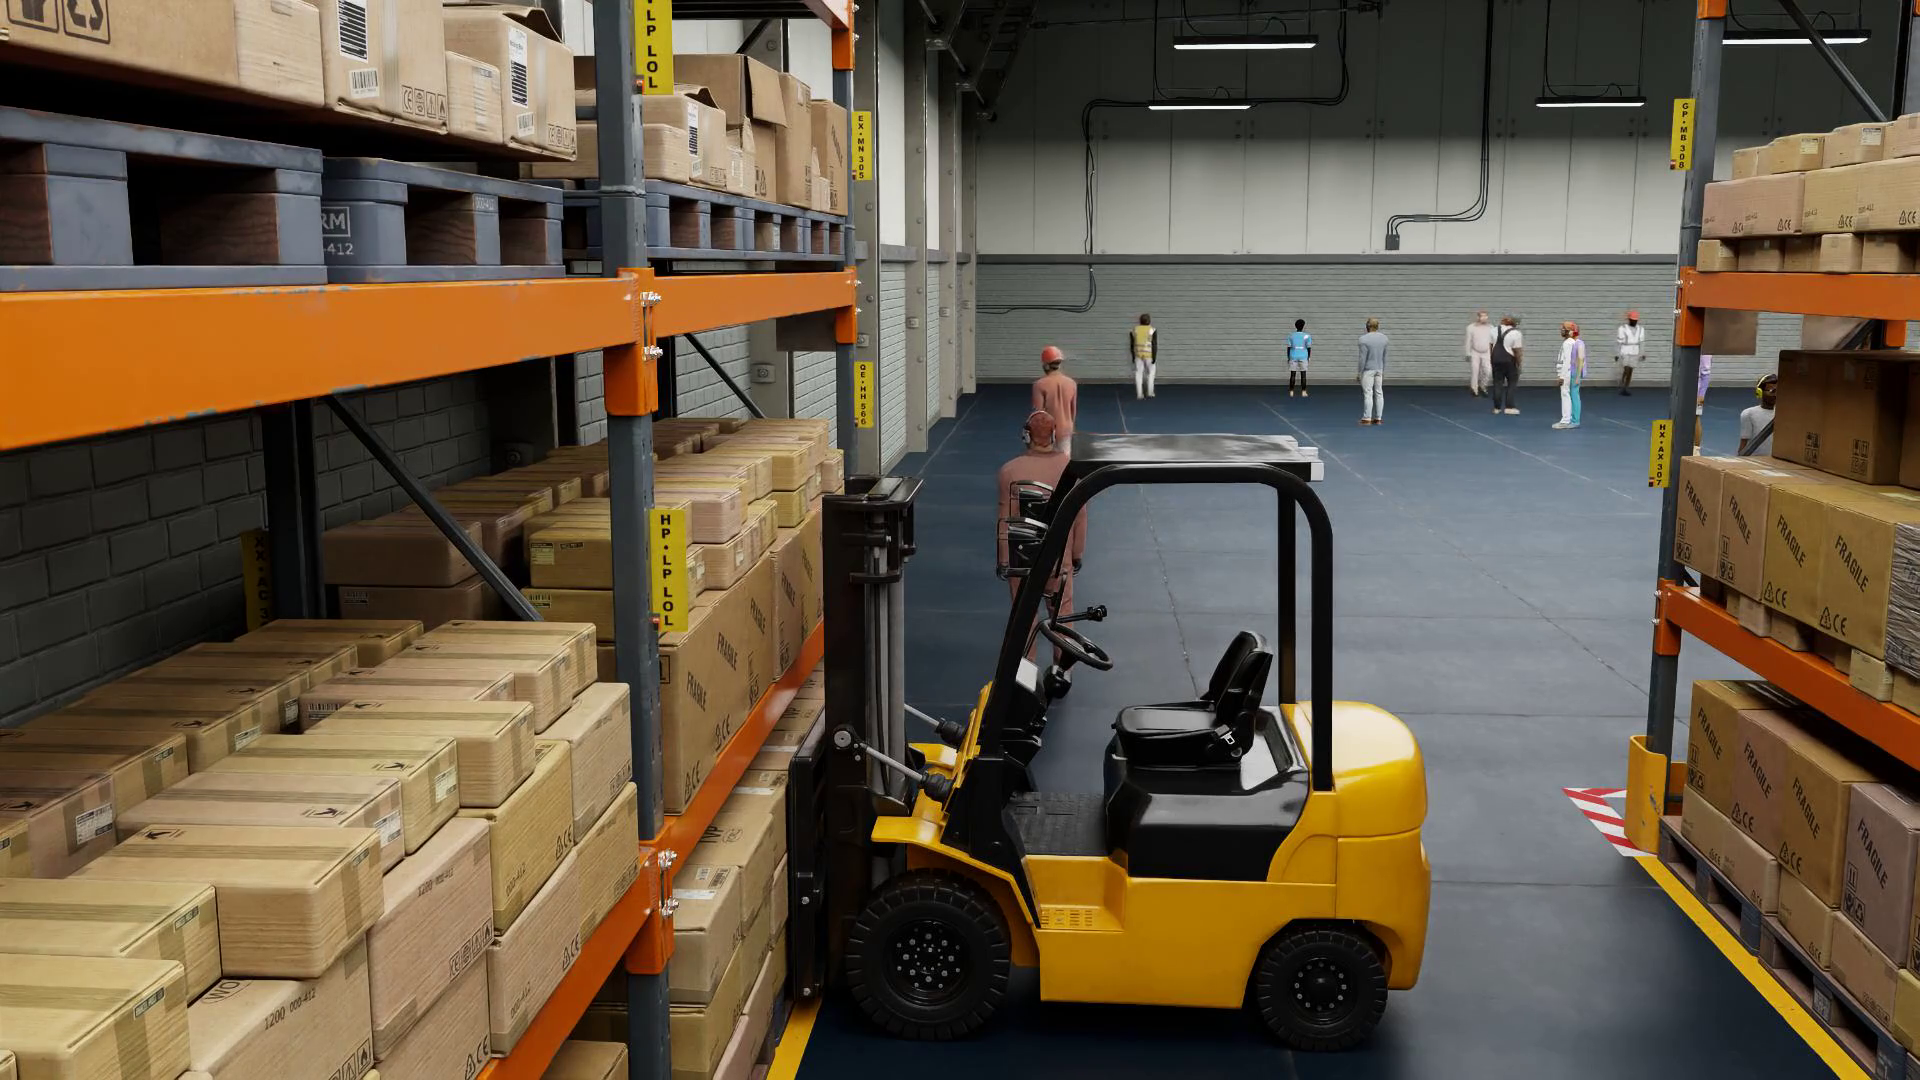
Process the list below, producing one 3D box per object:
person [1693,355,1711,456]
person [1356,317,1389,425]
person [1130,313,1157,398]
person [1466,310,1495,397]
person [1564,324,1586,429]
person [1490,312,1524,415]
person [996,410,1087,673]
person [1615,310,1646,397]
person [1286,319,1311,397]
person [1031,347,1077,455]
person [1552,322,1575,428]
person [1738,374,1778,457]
[{"bbox_3d":[10.751,-2.190,24.512,0.384,2.039,0.616,-2,10,-11],"label":"person"},{"bbox_3d":[7.393,-3.025,29.878,0.627,1.941,0.372,-5,10,-26],"label":"person"},{"bbox_3d":[4.003,-3.989,36.045,0.621,1.824,0.627,4,10,23],"label":"person"},{"bbox_3d":[11.355,-4.062,36.290,0.639,1.895,0.497,1,9,3],"label":"person"},{"bbox_3d":[10.794,-2.876,29.258,0.372,1.843,0.570,-1,9,-3],"label":"person"},{"bbox_3d":[10.568,-3.443,32.107,0.535,2.000,0.718,-7,11,-34],"label":"person"},{"bbox_3d":[0.530,0.087,11.109,0.643,1.912,0.410,-3,10,-19],"label":"person"},{"bbox_3d":[14.703,-4.075,36.392,0.551,1.893,0.809,-1,9,-5],"label":"person"},{"bbox_3d":[7.402,-3.970,36.341,0.541,1.695,0.316,3,10,18],"label":"person"},{"bbox_3d":[1.025,-1.228,18.977,0.652,1.933,1.046,-5,11,-27],"label":"person"},{"bbox_3d":[10.676,-2.899,29.292,0.355,1.882,0.576,6,11,30],"label":"person"},{"bbox_3d":[7.453,-0.607,15.437,0.533,1.869,0.311,-2,10,-14],"label":"person"}]
